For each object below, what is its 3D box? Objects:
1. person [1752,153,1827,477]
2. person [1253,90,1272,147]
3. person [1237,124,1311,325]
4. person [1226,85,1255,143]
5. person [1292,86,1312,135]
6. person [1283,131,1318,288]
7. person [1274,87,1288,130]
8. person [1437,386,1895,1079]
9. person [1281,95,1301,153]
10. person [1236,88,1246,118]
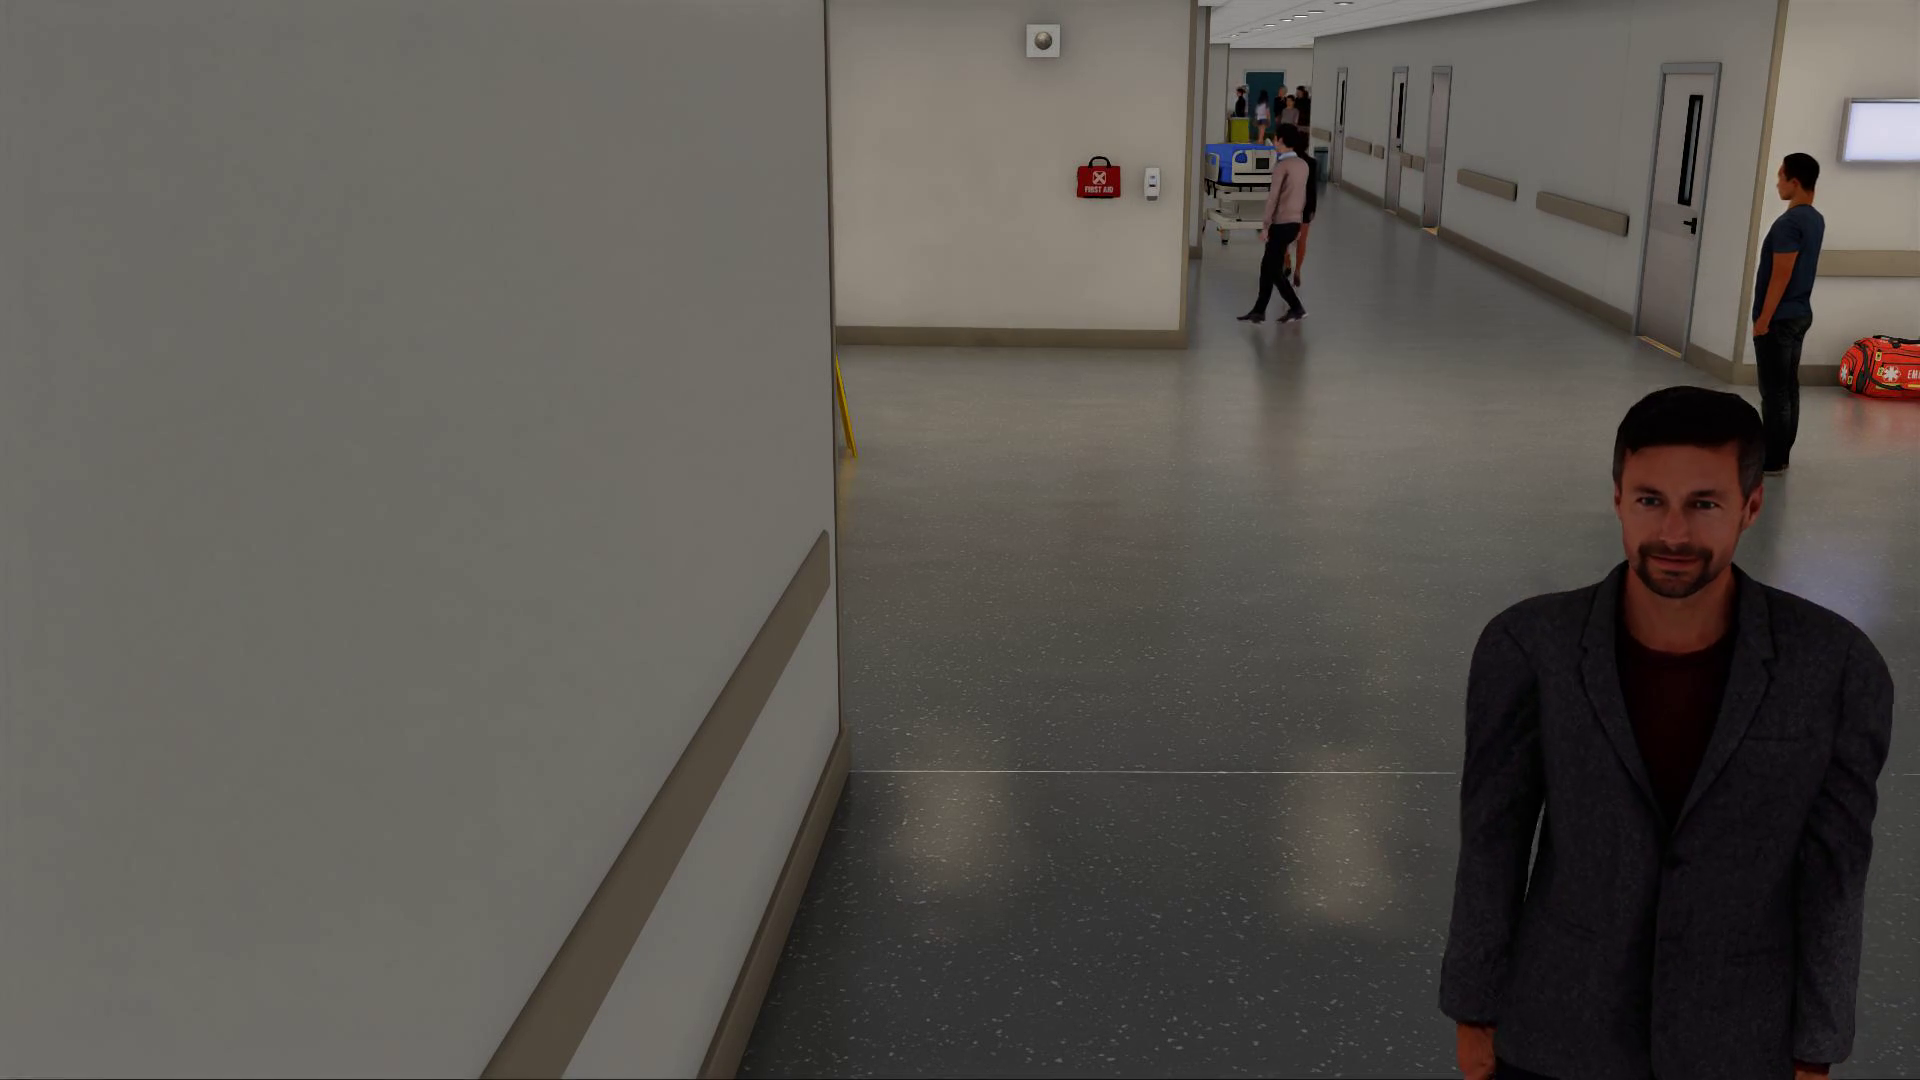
[{"bbox_3d":[4.690,-1.276,9.453,0.751,1.804,0.726,14,21,40],"label":"person"},{"bbox_3d":[8.512,-11.863,47.177,0.823,1.712,0.874,14,21,41],"label":"person"},{"bbox_3d":[2.879,-2.734,14.705,1.075,1.762,0.983,15,21,42],"label":"person"},{"bbox_3d":[9.006,-13.696,53.532,1.226,1.792,0.840,-3,16,-10],"label":"person"},{"bbox_3d":[8.217,-9.944,40.022,0.898,1.900,0.995,15,22,43],"label":"person"},{"bbox_3d":[3.534,-3.439,17.463,0.871,1.621,0.720,4,16,14],"label":"person"},{"bbox_3d":[8.796,-11.488,45.702,1.043,1.792,0.666,2,16,5],"label":"person"},{"bbox_3d":[0.979,0.688,2.393,0.870,1.856,0.898,6,17,22],"label":"person"},{"bbox_3d":[7.783,-9.562,39.094,1.146,1.670,1.026,10,19,32],"label":"person"},{"bbox_3d":[8.901,-13.453,52.806,0.648,1.718,0.710,-3,16,-10],"label":"person"}]
